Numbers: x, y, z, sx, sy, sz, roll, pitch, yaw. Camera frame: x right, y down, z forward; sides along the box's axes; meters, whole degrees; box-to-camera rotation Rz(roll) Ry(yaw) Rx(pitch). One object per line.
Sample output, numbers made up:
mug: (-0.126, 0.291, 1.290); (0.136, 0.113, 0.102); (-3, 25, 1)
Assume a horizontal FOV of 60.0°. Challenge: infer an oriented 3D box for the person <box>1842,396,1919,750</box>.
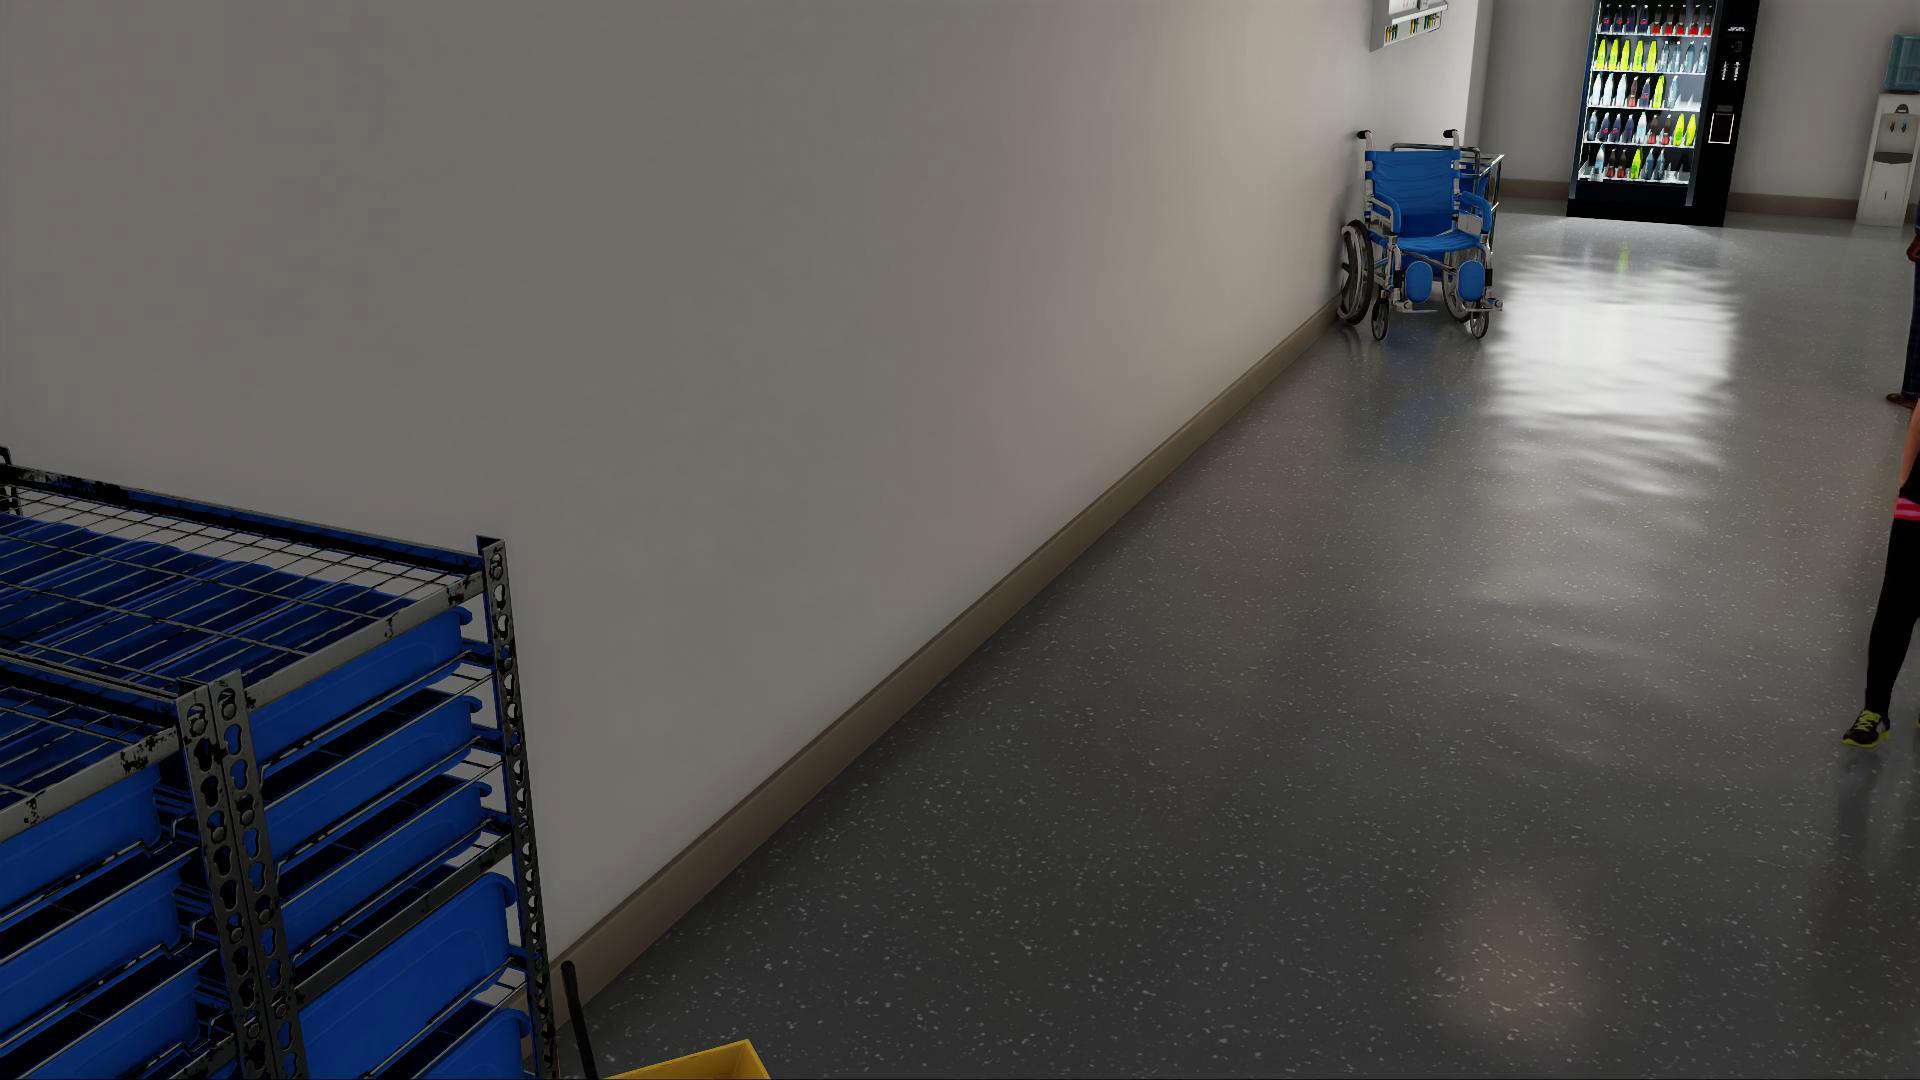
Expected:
person: (3.039, -0.129, 4.981); (0.815, 1.530, 0.732); (16, 26, 36)
